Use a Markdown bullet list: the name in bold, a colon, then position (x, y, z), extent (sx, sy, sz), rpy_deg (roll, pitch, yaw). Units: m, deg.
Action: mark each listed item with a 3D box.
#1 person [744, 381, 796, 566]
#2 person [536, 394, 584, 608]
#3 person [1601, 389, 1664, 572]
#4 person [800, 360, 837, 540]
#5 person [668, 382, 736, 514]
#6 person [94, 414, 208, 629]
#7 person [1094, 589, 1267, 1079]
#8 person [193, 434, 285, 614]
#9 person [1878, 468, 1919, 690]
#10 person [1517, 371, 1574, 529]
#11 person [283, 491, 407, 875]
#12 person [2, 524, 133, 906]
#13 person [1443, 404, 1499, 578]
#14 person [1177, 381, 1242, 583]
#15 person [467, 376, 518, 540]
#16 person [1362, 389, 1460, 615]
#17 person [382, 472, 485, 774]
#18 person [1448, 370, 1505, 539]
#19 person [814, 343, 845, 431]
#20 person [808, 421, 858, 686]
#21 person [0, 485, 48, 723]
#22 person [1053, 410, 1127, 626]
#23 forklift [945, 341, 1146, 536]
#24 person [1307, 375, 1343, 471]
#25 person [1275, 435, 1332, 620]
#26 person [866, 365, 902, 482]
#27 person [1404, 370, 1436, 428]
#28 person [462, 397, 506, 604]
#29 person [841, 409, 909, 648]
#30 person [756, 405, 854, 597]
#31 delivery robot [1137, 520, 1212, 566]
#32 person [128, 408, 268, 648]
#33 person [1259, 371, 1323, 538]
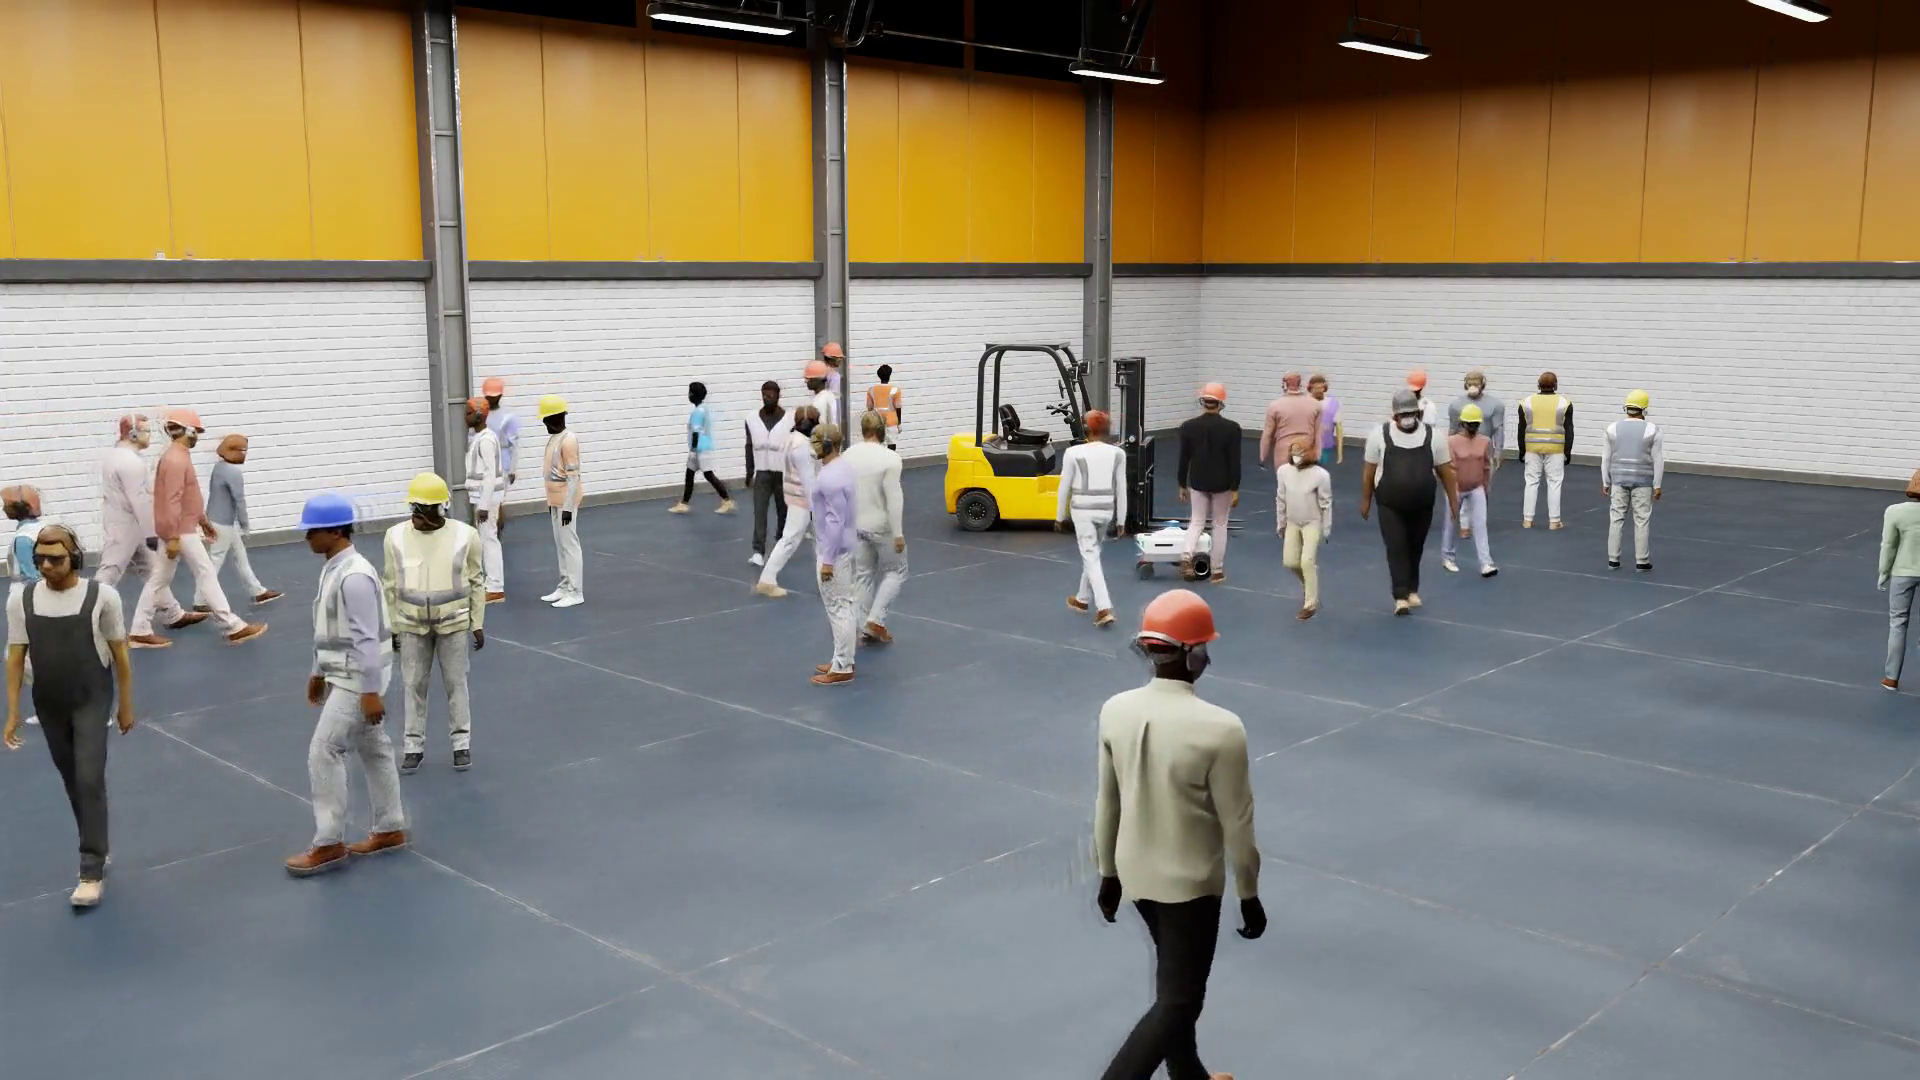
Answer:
- **person**: position (-1.933, -0.664, 16.965), extent (0.625, 1.880, 0.910), rpy_deg (1, 9, 7)
- **person**: position (-3.597, -0.355, 14.976), extent (0.374, 1.919, 0.585), rpy_deg (-5, 10, -28)
- **person**: position (6.747, -0.592, 16.686), extent (0.589, 1.834, 0.403), rpy_deg (7, 11, 35)
- **person**: position (-1.524, -0.991, 18.531), extent (0.500, 2.029, 0.640), rpy_deg (1, 9, 8)
- **person**: position (-3.180, -1.130, 20.529), extent (0.850, 1.656, 0.536), rpy_deg (0, 9, -2)
- **person**: position (-6.834, -0.110, 13.703), extent (1.018, 1.848, 0.653), rpy_deg (-6, 11, -32)
- **person**: position (0.673, 1.149, 5.642), extent (0.921, 1.963, 0.622), rpy_deg (-7, 12, -38)
- **person**: position (-6.433, -0.148, 14.720), extent (0.844, 1.571, 0.555), rpy_deg (-7, 12, -38)
- **person**: position (6.875, 0.282, 11.937), extent (0.505, 1.632, 0.269), rpy_deg (5, 10, 28)
- **person**: position (6.831, -1.043, 19.421), extent (0.626, 1.846, 0.429), rpy_deg (5, 10, 26)
- **person**: position (-3.187, 0.716, 8.387), extent (0.757, 1.920, 0.617), rpy_deg (-5, 10, -27)
- **person**: position (-4.311, 0.835, 7.992), extent (0.502, 1.810, 0.839), rpy_deg (-1, 9, -6)
- **person**: position (5.006, -0.479, 16.367), extent (0.518, 1.711, 0.942), rpy_deg (-1, 9, -4)
- **person**: position (2.370, -0.530, 15.887), extent (0.621, 1.974, 0.741), rpy_deg (4, 10, 25)
- **person**: position (-4.974, -0.803, 17.738), extent (0.583, 1.914, 0.546), rpy_deg (1, 9, 6)
- **person**: position (3.987, -0.363, 14.647), extent (0.809, 2.000, 0.987), rpy_deg (1, 9, 5)
- **person**: position (-3.167, 0.497, 10.029), extent (0.591, 1.828, 0.404), rpy_deg (-2, 9, -10)
- **person**: position (5.876, -1.000, 18.985), extent (0.628, 1.906, 0.867), rpy_deg (3, 10, 18)
- **person**: position (-1.802, -1.698, 22.911), extent (0.461, 2.029, 0.616), rpy_deg (-6, 11, -33)
- **person**: position (-0.923, 0.097, 12.147), extent (0.355, 1.936, 0.635), rpy_deg (0, 9, 2)
- **person**: position (-6.126, 0.440, 10.998), extent (0.362, 1.629, 0.532), rpy_deg (-2, 10, -13)
- **person**: position (1.151, -0.201, 14.316), extent (0.579, 1.841, 1.012), rpy_deg (-4, 10, -23)
- **forklift**: position (0.977, -1.223, 19.452), extent (2.313, 2.155, 1.214), rpy_deg (2, 9, 11)
- **person**: position (4.264, -1.084, 19.889), extent (0.579, 1.788, 1.004), rpy_deg (0, 9, -2)
- **person**: position (3.010, -0.121, 14.466), extent (0.534, 1.607, 0.482), rpy_deg (8, 12, 42)
- **person**: position (-1.063, -1.624, 23.451), extent (0.536, 1.693, 0.317), rpy_deg (3, 10, 19)
- **person**: position (5.231, -1.028, 19.204), extent (0.596, 1.885, 0.591), rpy_deg (-7, 11, -35)
- **person**: position (-4.319, -0.357, 15.119), extent (0.337, 1.879, 0.616), rpy_deg (-4, 10, -21)
- **person**: position (-0.677, -0.086, 13.287), extent (0.652, 1.928, 0.434), rpy_deg (7, 12, 38)
- **person**: position (-1.444, -0.352, 15.353), extent (0.977, 1.795, 0.641), rpy_deg (0, 9, -3)
- **delivery robot**: position (2.100, 0.052, 16.364), extent (0.707, 0.478, 0.477), rpy_deg (0, 9, -2)
- **person**: position (-6.206, -0.084, 13.321), extent (1.032, 1.923, 0.621), rpy_deg (-5, 11, -30)
- **person**: position (3.708, -0.969, 18.856), extent (0.675, 1.873, 0.804), rpy_deg (-2, 9, -11)
